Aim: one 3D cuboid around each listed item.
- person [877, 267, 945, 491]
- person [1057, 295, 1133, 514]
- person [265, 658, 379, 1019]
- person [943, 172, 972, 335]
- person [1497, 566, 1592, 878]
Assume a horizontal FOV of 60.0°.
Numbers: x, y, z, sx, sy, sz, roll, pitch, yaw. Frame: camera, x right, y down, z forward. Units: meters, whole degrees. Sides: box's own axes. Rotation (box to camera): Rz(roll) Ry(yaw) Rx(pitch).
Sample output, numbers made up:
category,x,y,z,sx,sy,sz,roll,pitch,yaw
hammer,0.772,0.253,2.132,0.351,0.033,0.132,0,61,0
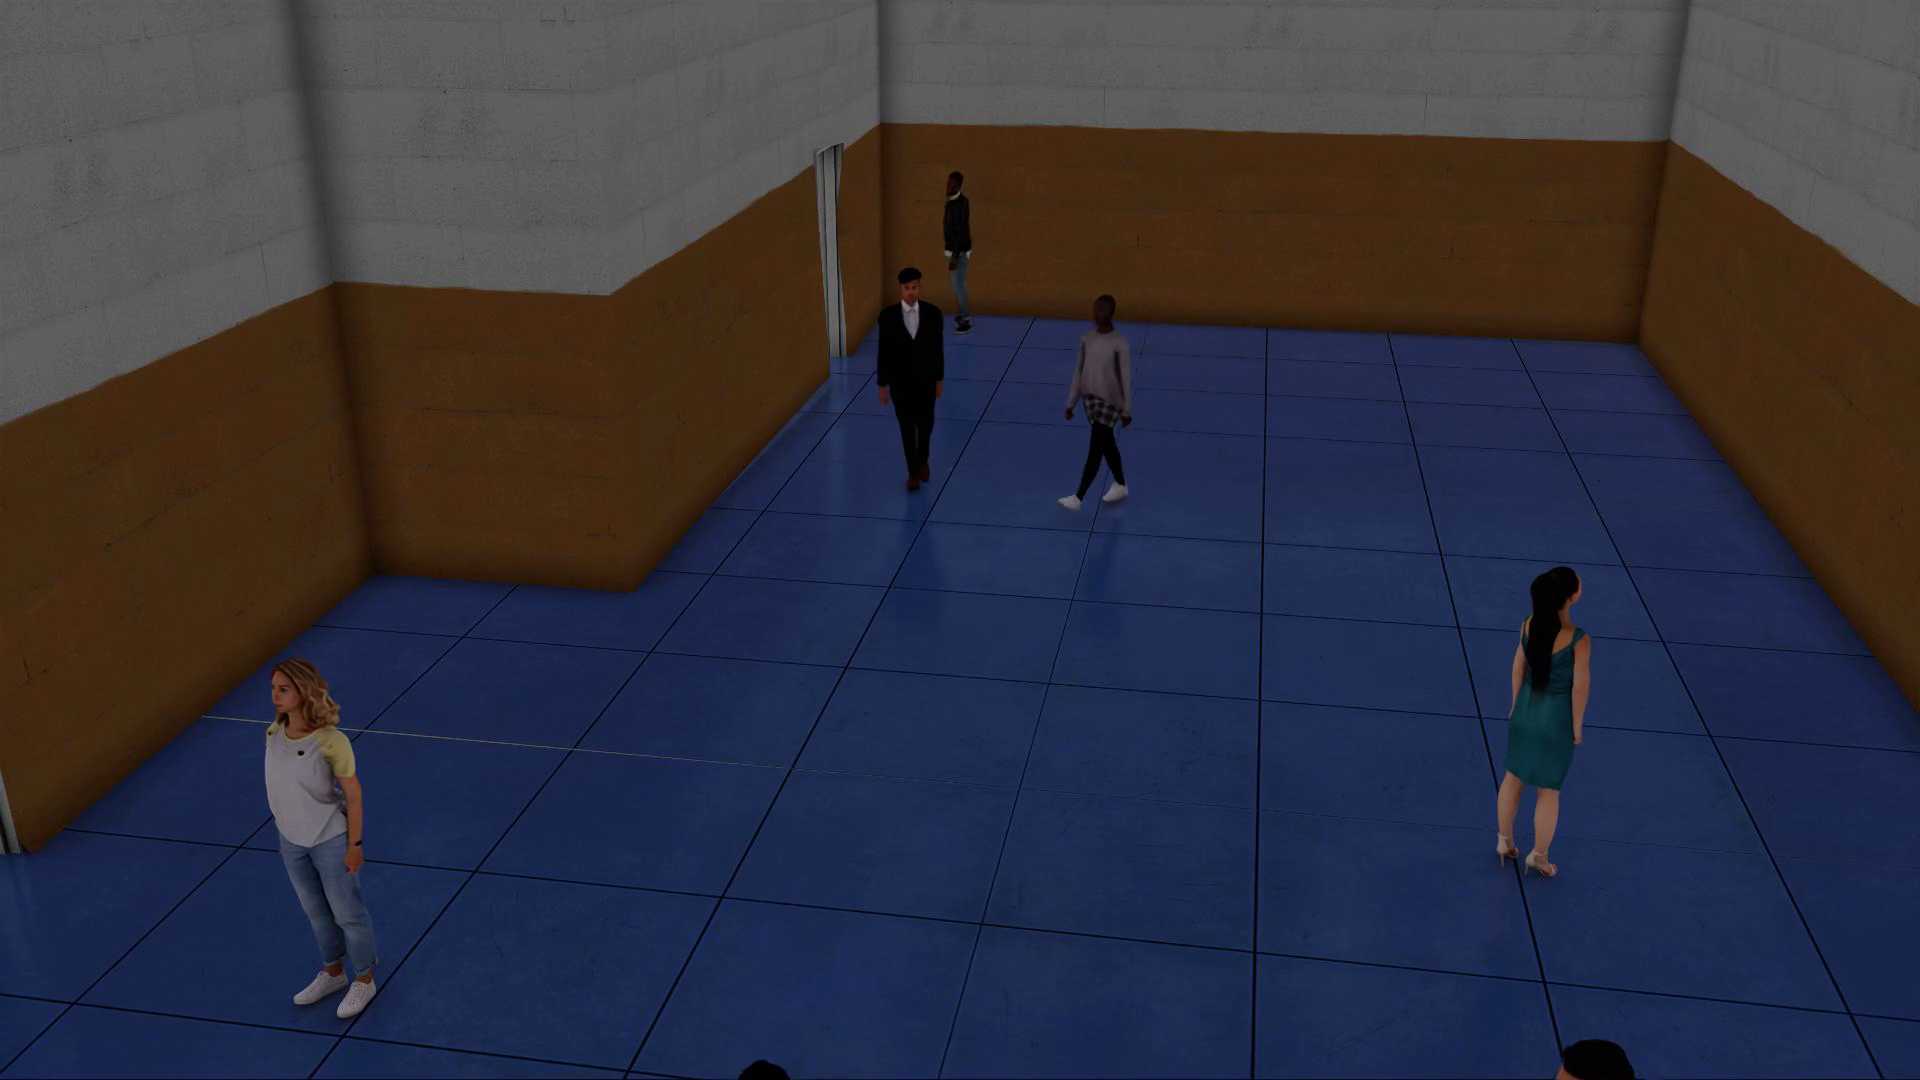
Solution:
category,x,y,z,sx,sy,sz,roll,pitch,yaw
person,-0.399,-1.354,13.765,0.674,1.871,0.830,-1,22,-3
person,1.208,-1.087,13.284,1.134,1.734,1.154,-20,29,-40
person,-2.818,1.302,7.333,0.559,1.723,0.732,9,24,21
person,-0.003,-3.234,18.547,0.729,1.795,0.884,0,22,0
person,2.935,0.912,8.373,0.674,1.686,0.600,-17,28,-37
